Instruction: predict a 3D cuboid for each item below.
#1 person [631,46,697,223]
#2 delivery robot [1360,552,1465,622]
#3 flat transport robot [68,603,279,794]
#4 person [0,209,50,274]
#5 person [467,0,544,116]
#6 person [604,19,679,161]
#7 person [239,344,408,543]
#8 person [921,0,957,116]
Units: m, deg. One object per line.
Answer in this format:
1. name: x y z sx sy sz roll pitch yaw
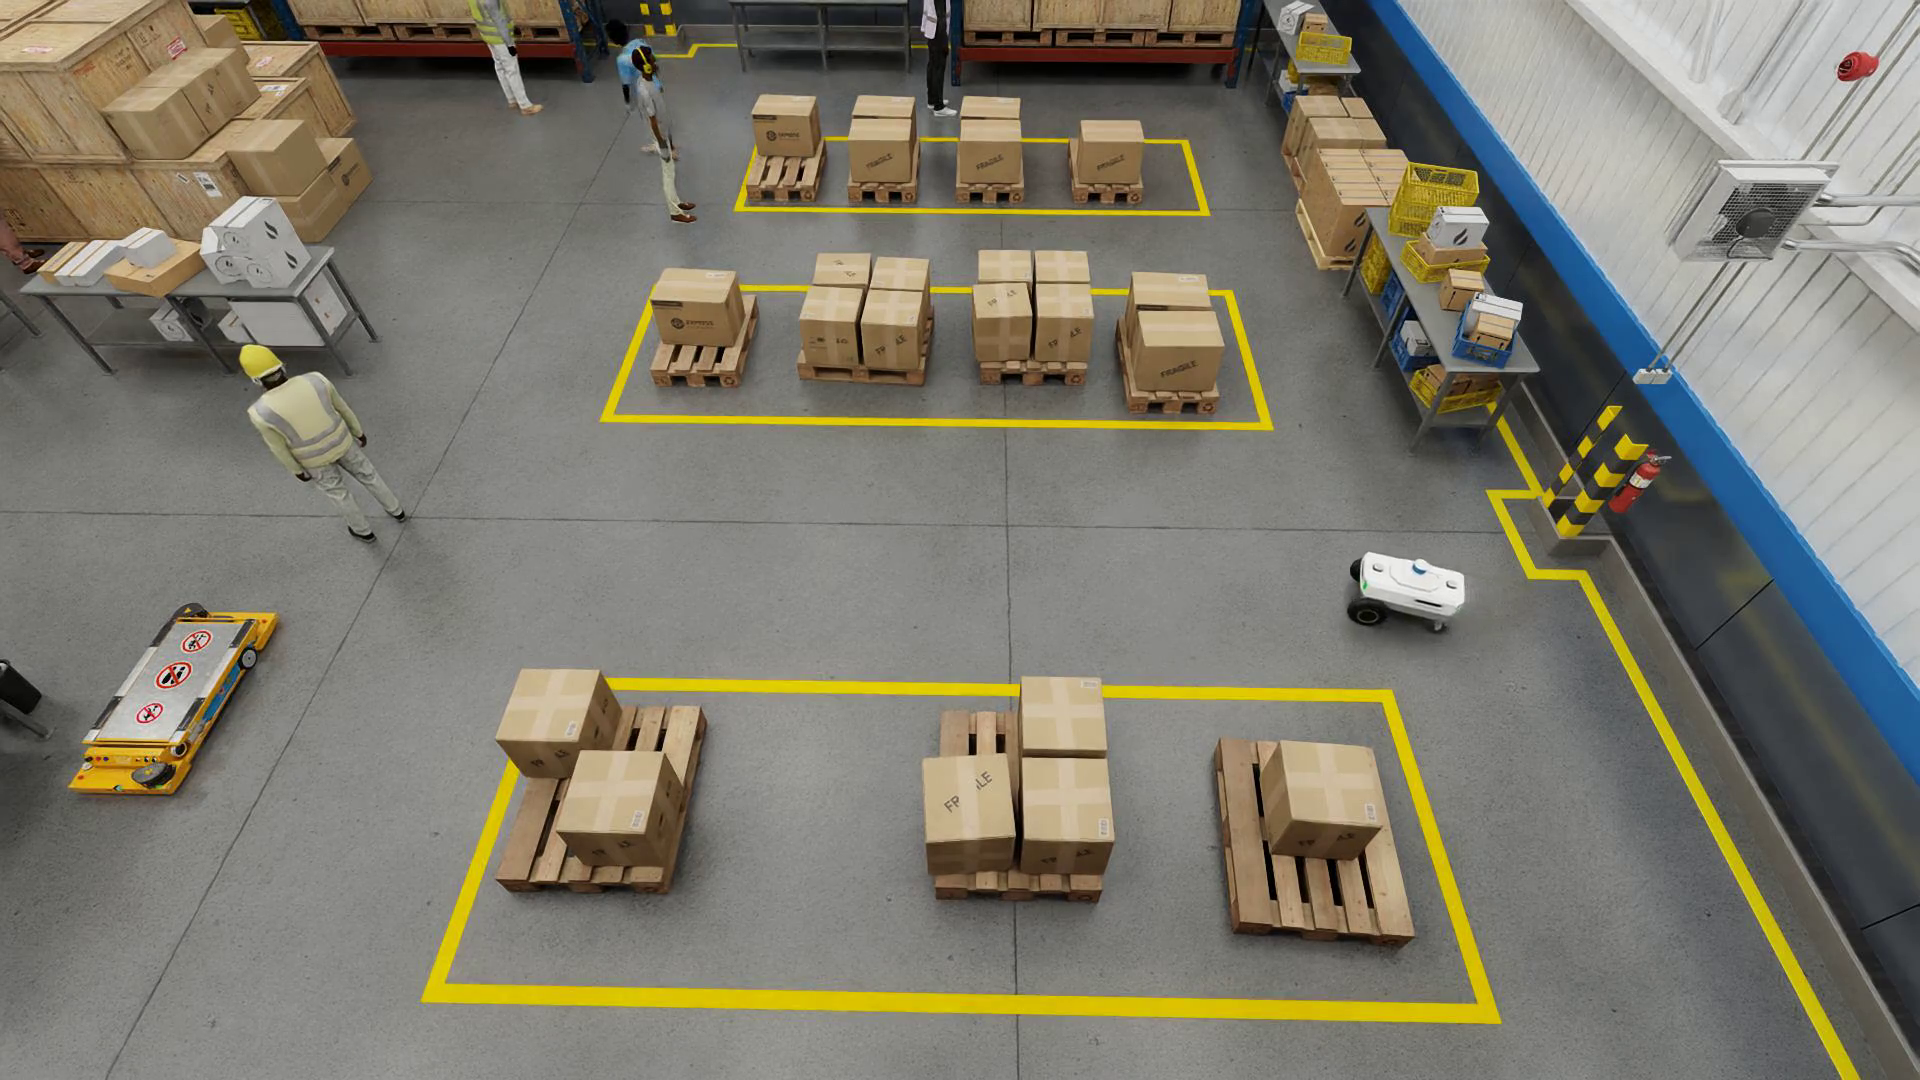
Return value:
1. person: -3.248 -4.419 10.044 0.317 1.876 0.531 -10 50 -8
2. delivery robot: 3.349 0.333 6.824 0.707 0.478 0.477 14 51 11
3. flat transport robot: -5.504 1.072 6.442 0.652 0.197 1.431 1 50 1
4. person: -10.175 -3.662 9.395 0.636 1.900 0.398 27 55 21
5. person: -5.925 -6.471 11.803 0.625 1.843 0.430 36 58 26
6. person: -3.820 -5.330 10.943 0.576 1.662 0.555 7 50 6
7. person: -4.824 -0.713 6.944 0.403 1.823 0.595 27 55 21
8. person: -0.290 -6.476 11.758 0.392 1.918 0.588 -14 51 -11
